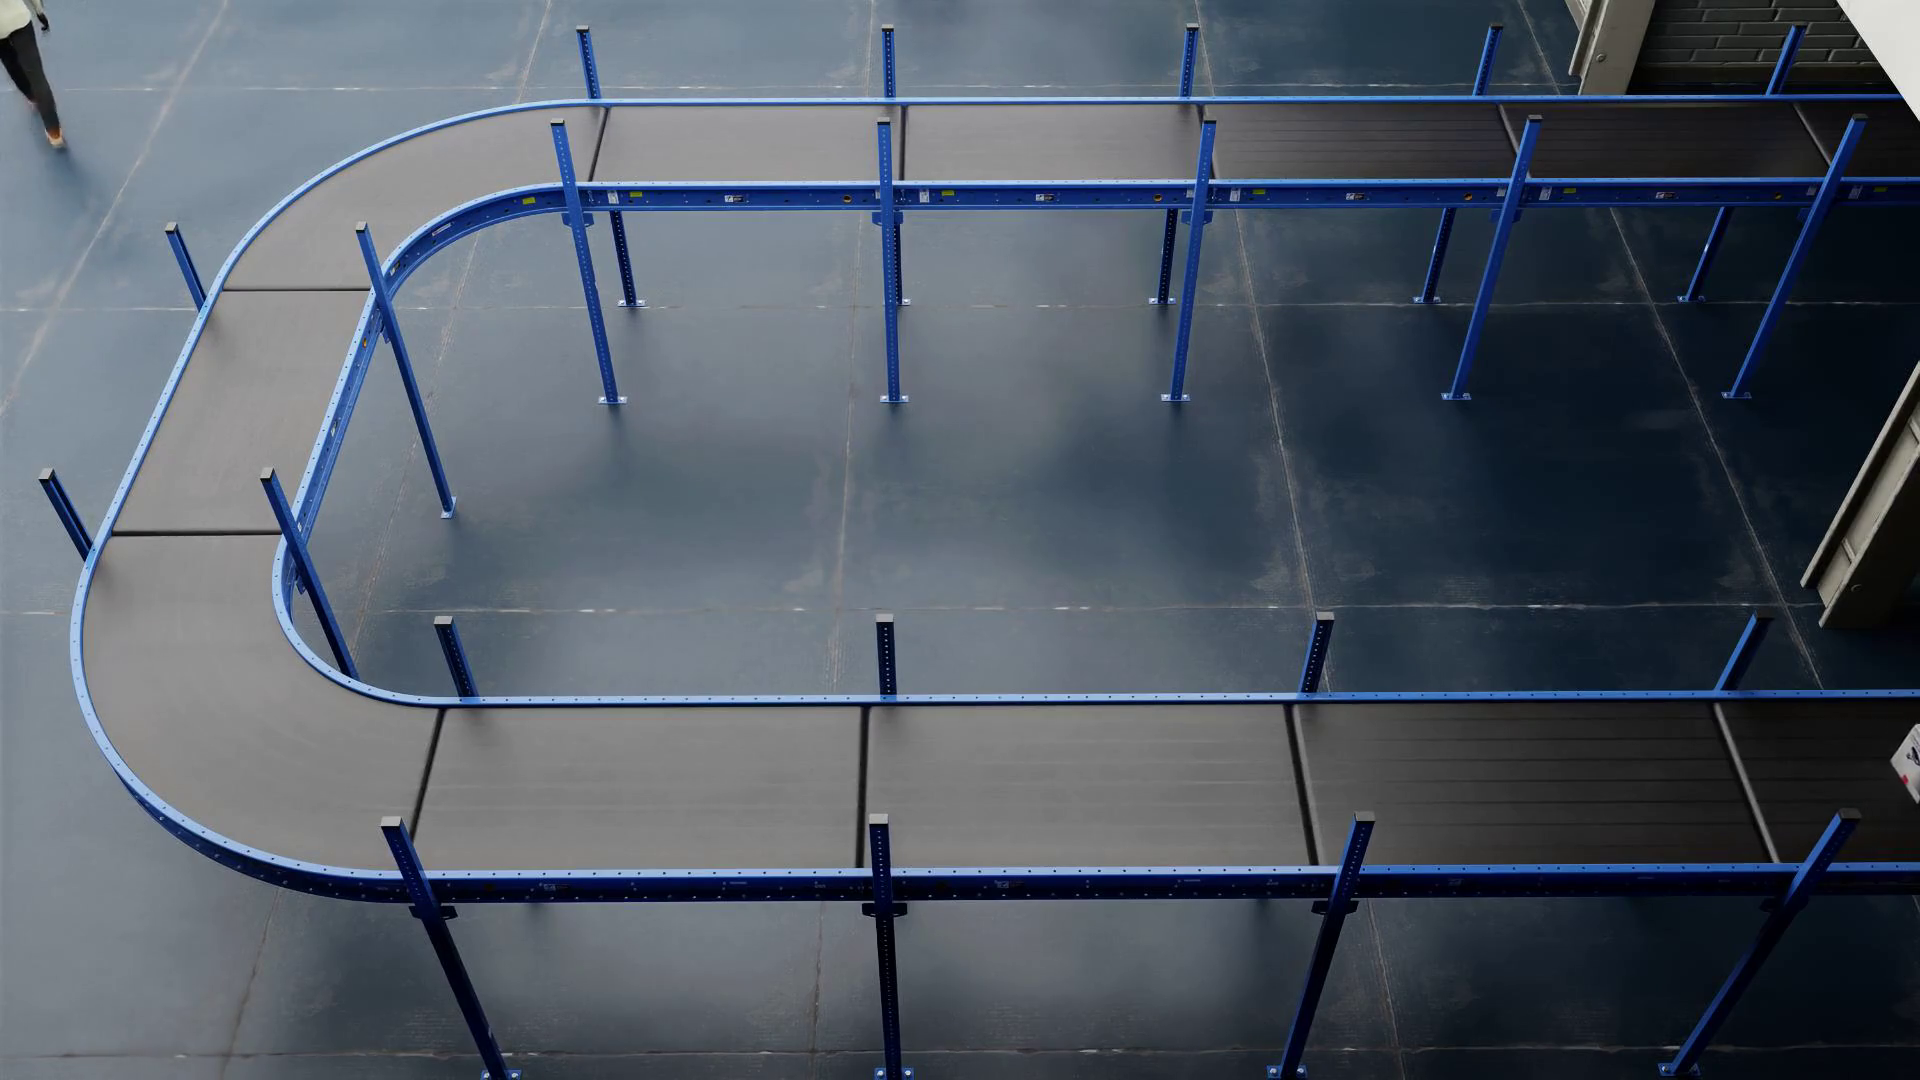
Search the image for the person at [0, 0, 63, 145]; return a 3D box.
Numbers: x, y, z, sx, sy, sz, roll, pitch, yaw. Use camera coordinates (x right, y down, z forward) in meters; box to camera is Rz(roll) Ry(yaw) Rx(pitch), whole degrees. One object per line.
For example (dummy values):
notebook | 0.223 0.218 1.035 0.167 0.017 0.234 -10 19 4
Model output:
person | -7.736 -4.221 13.892 0.642 1.939 1.052 -20 50 -18
